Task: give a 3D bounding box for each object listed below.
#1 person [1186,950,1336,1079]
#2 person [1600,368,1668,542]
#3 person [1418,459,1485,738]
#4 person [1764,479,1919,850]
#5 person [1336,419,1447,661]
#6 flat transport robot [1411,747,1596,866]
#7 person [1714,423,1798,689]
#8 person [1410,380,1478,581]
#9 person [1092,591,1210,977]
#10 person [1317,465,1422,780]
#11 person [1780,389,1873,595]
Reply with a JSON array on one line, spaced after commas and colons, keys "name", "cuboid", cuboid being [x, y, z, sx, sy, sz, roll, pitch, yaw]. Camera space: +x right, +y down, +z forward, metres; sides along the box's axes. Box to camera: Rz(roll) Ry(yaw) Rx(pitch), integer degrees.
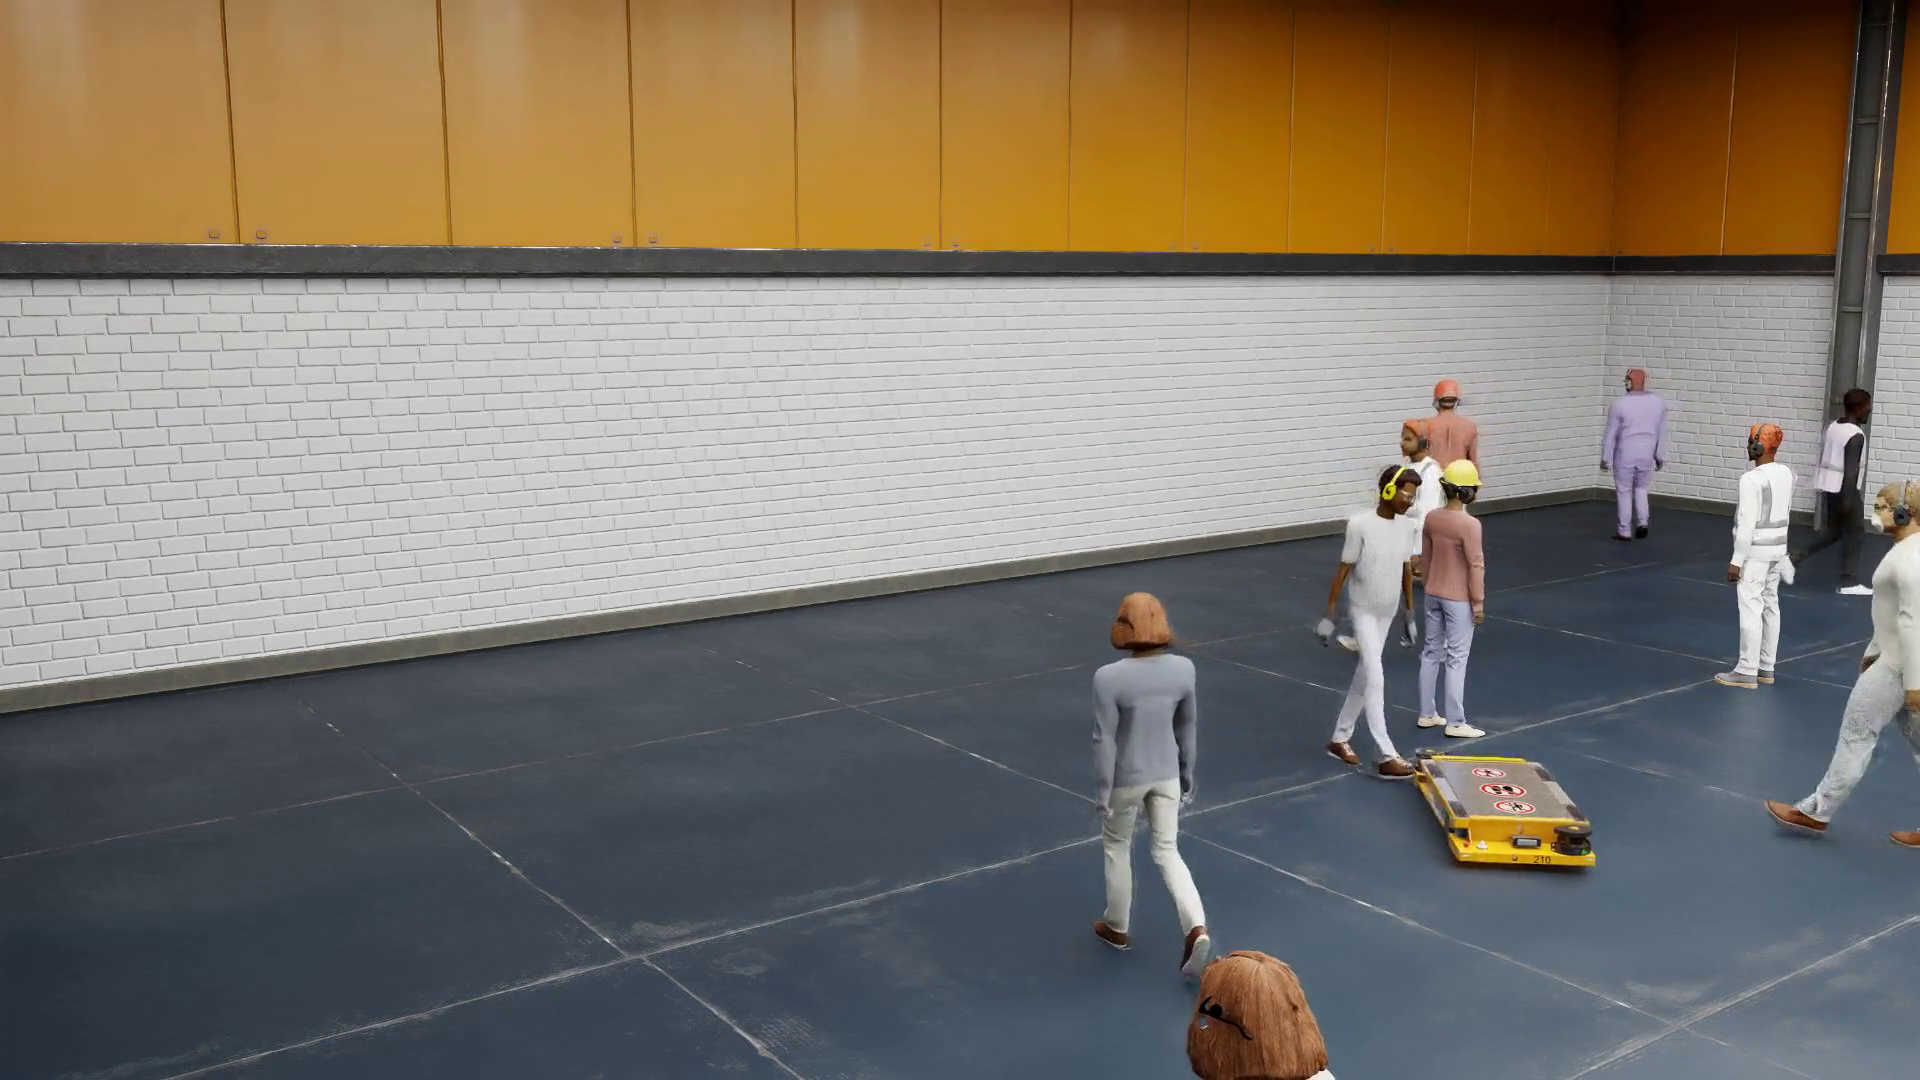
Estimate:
[{"name": "person", "cuboid": [0.587, 1.609, 3.313, 0.268, 1.632, 0.506, 8, 12, 39]}, {"name": "person", "cuboid": [7.299, -0.919, 18.082, 0.679, 1.893, 0.419, -1, 9, -6]}, {"name": "person", "cuboid": [3.132, 0.369, 10.554, 0.315, 1.769, 0.525, -4, 10, -25]}, {"name": "person", "cuboid": [4.689, 0.632, 8.517, 0.972, 1.892, 0.635, 7, 12, 38]}, {"name": "person", "cuboid": [3.349, 0.020, 12.489, 0.955, 1.834, 0.599, -1, 9, -9]}, {"name": "flat transport robot", "cuboid": [2.850, 1.393, 8.836, 0.652, 0.197, 1.431, 1, 9, 6]}, {"name": "person", "cuboid": [5.649, 0.111, 11.787, 0.575, 1.882, 0.355, -7, 11, -35]}, {"name": "person", "cuboid": [4.491, -0.512, 15.462, 0.636, 1.937, 0.997, 0, 9, 1]}, {"name": "person", "cuboid": [0.802, 1.021, 7.027, 0.504, 1.608, 0.709, -4, 10, -22]}, {"name": "person", "cuboid": [2.469, 0.480, 9.712, 0.600, 1.816, 0.867, -6, 11, -31]}, {"name": "person", "cuboid": [7.985, -0.441, 15.164, 0.739, 1.894, 0.600, 1, 9, 6]}]
